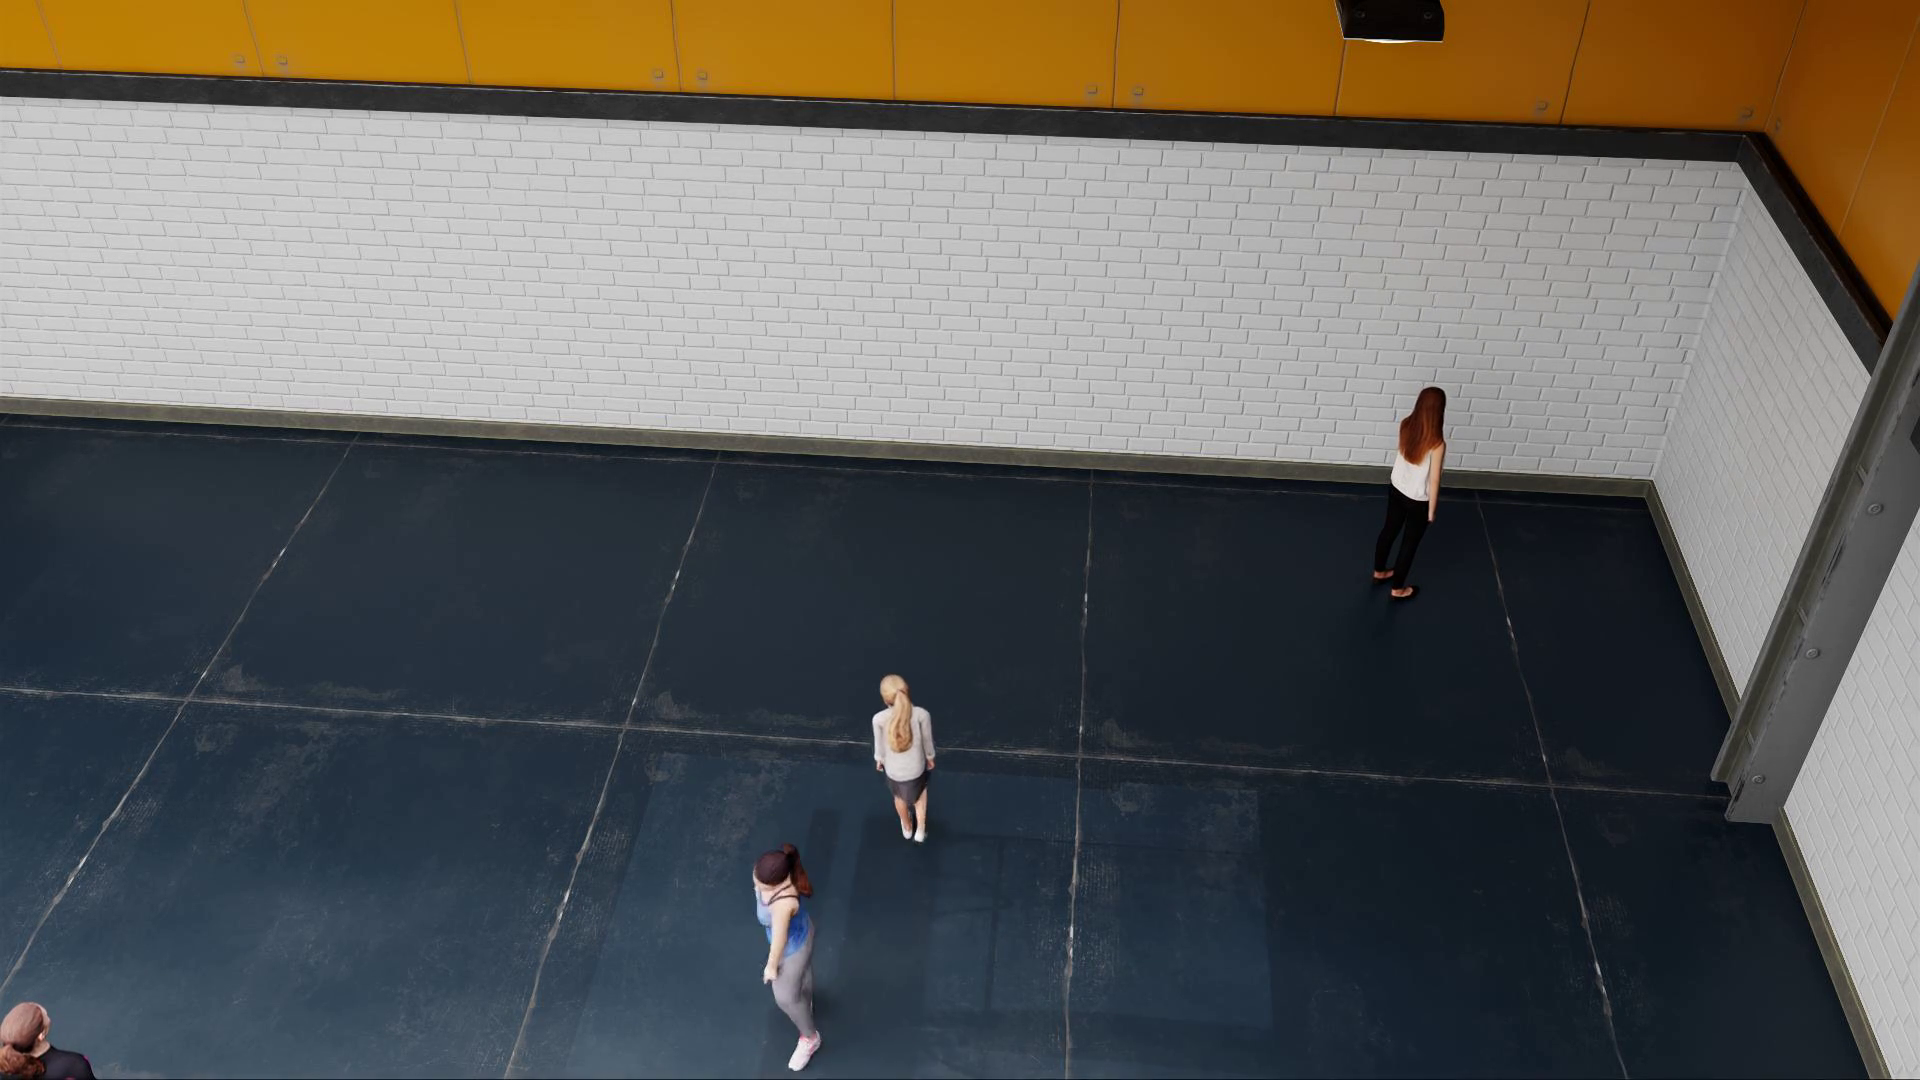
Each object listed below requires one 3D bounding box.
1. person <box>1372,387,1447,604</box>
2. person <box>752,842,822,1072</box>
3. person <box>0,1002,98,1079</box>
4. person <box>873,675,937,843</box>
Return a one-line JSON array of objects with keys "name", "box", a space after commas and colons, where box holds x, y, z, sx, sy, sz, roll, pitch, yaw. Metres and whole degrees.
[{"name": "person", "box": [3.132, -0.320, 11.559, 0.704, 1.720, 0.614, -20, 43, -23]}, {"name": "person", "box": [-0.874, 2.056, 8.693, 0.782, 1.585, 0.469, 11, 40, 13]}, {"name": "person", "box": [-4.078, 2.729, 7.719, 0.600, 1.750, 0.578, -3, 39, -4]}, {"name": "person", "box": [-0.333, 1.347, 9.842, 0.565, 1.260, 0.635, -1, 39, -2]}]
